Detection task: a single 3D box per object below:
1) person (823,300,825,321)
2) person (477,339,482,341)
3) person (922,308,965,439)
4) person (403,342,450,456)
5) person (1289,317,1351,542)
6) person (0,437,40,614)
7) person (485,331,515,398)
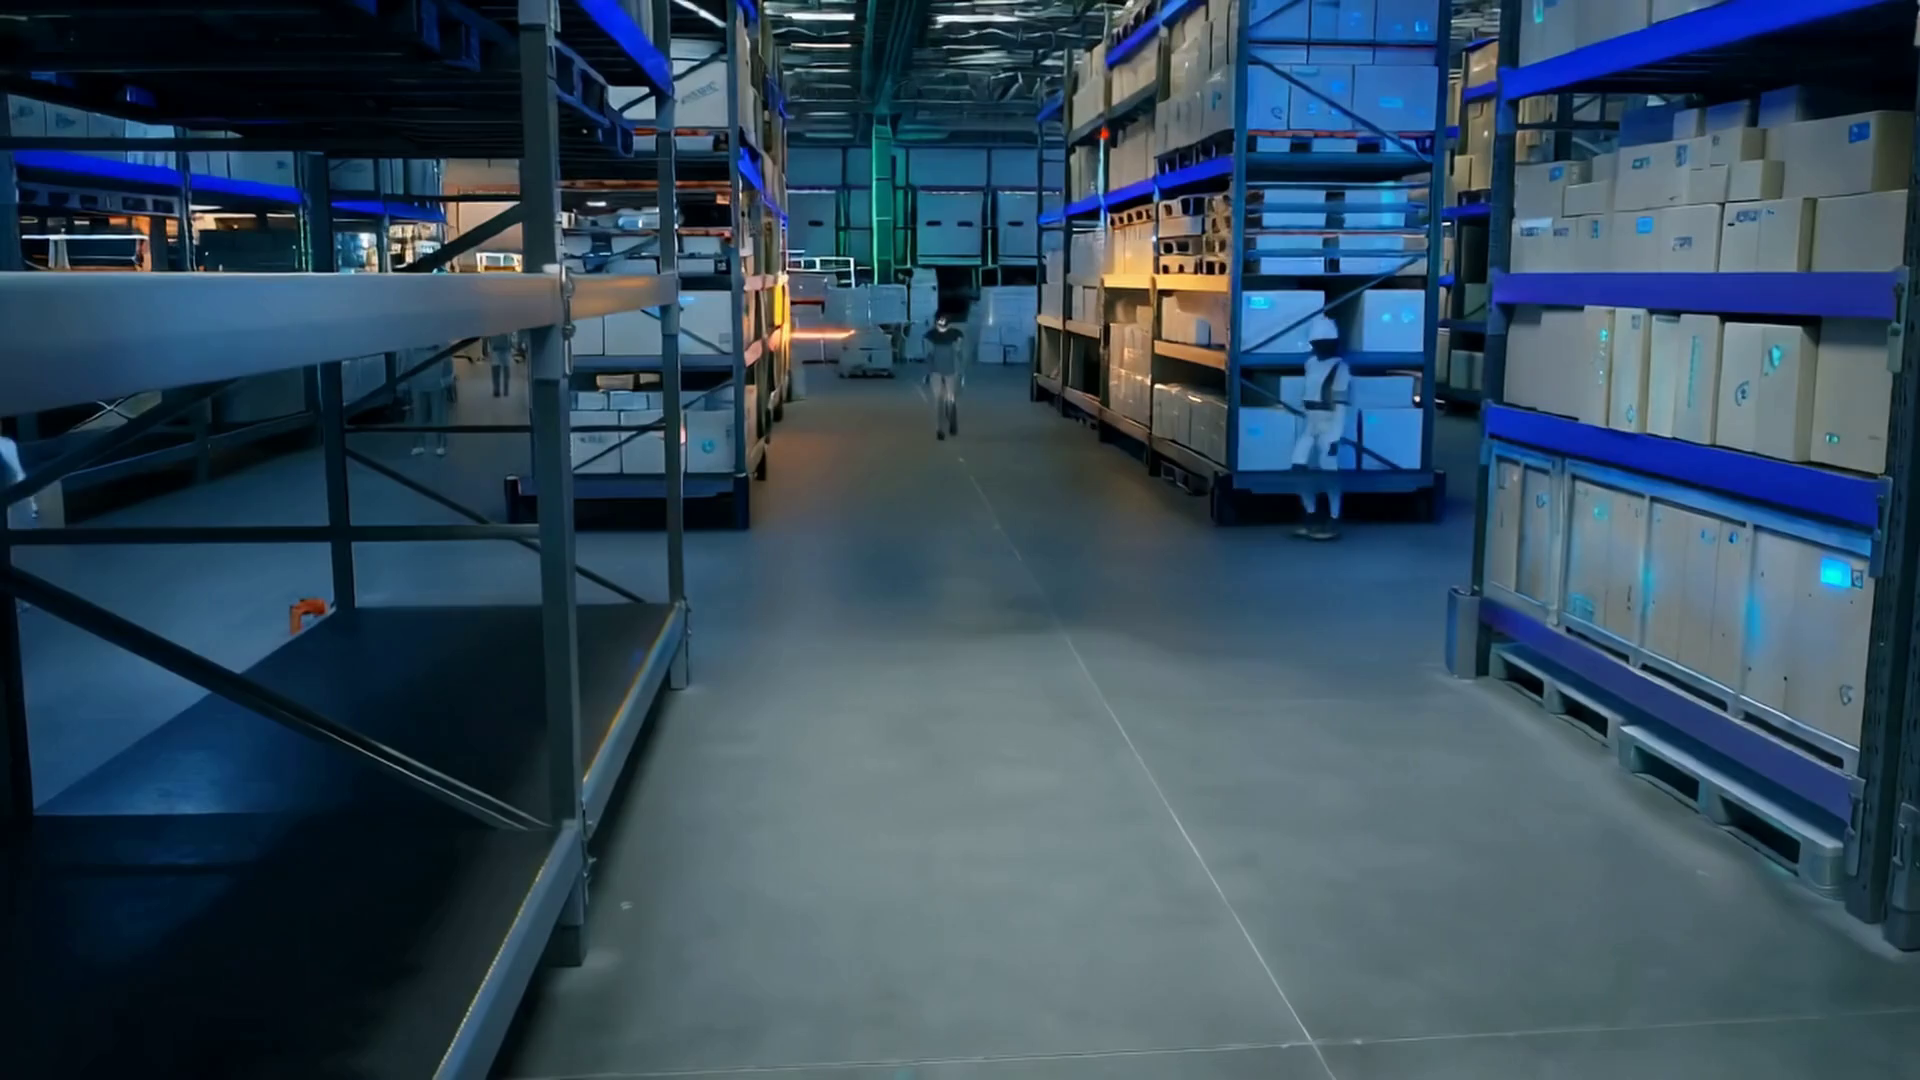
[{"bbox_3d":[-4.664,-7.586,57.432,0.543,1.717,0.489,0,9,-1],"label":"person"},{"bbox_3d":[-17.528,-8.145,60.570,0.681,1.849,0.594,-8,12,-43],"label":"person"},{"bbox_3d":[-0.238,-2.457,24.563,0.644,1.920,0.572,1,9,8],"label":"person"},{"bbox_3d":[-7.132,-2.074,22.199,0.638,1.909,0.408,1,9,7],"label":"person"},{"bbox_3d":[3.213,-0.969,14.882,0.621,2.022,0.631,-4,10,-24],"label":"person"},{"bbox_3d":[-6.611,-0.177,11.300,0.512,1.587,0.872,1,9,4],"label":"person"},{"bbox_3d":[-9.059,-3.743,32.693,0.618,1.915,0.999,-1,9,-9],"label":"person"}]
